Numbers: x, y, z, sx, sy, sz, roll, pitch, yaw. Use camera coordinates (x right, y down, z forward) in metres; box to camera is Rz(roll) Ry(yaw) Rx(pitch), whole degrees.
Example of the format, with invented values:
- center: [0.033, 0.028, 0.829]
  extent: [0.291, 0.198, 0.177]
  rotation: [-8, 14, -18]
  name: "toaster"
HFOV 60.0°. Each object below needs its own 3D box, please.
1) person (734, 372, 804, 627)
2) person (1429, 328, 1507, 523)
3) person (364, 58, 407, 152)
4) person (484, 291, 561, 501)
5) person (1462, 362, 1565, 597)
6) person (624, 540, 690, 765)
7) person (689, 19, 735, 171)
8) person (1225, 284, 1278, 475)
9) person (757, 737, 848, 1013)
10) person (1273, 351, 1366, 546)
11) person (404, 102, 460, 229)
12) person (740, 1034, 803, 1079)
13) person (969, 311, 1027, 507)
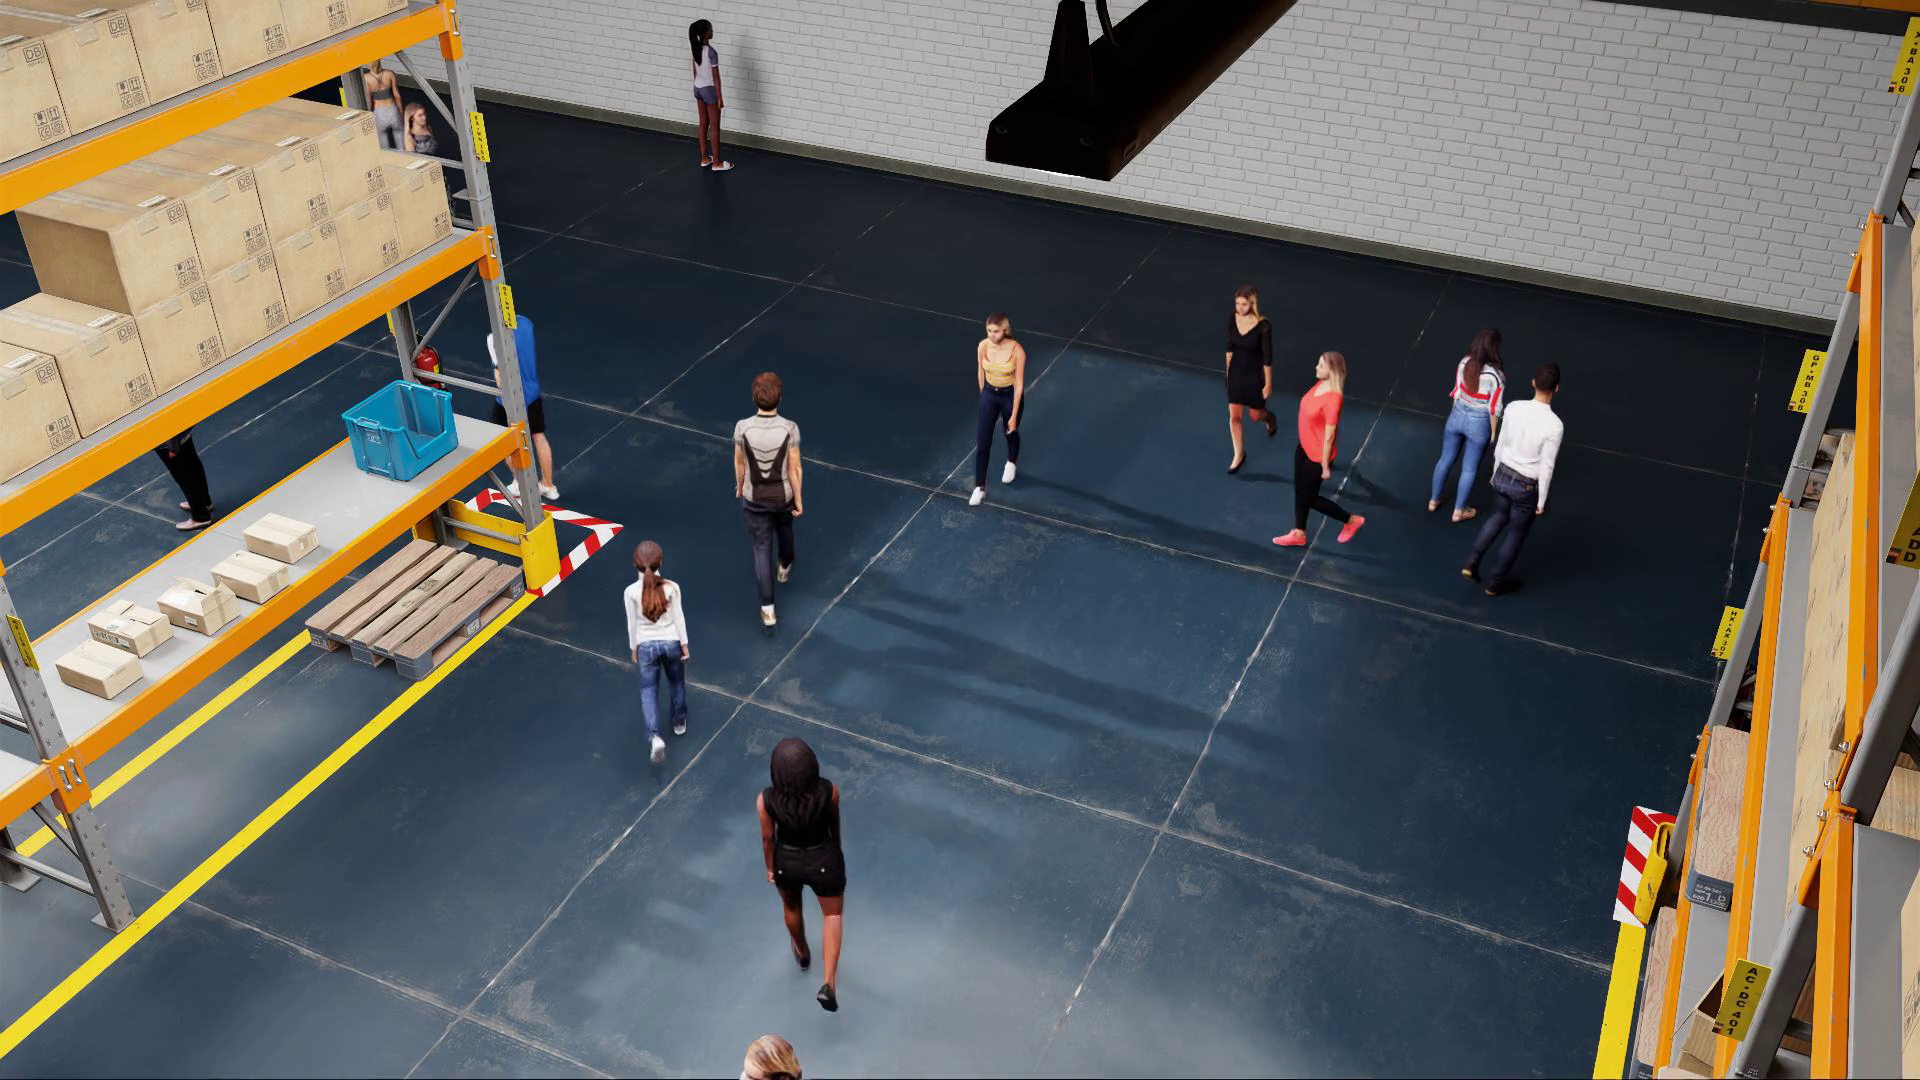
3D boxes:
- center: [-1.355, -0.265, 11.749]
  extent: [1.078, 1.860, 1.273]
  rotation: [-5, 34, -7]
  name: "person"
- center: [3.963, -0.908, 12.943]
  extent: [0.659, 1.607, 0.673]
  rotation: [-28, 42, -35]
  name: "person"
- center: [-6.360, -4.646, 18.481]
  extent: [0.641, 1.702, 0.724]
  rotation: [-18, 38, -25]
  name: "person"
- center: [-3.388, -1.120, 13.041]
  extent: [0.698, 1.852, 0.605]
  rotation: [16, 37, 23]
  name: "person"
- center: [3.947, -0.381, 11.929]
  extent: [0.904, 1.852, 0.832]
  rotation: [-21, 39, -28]
  name: "person"
- center: [-1.911, 0.725, 10.551]
  extent: [0.841, 1.537, 0.983]
  rotation: [-5, 34, -8]
  name: "person"
- center: [-2.913, -5.158, 19.236]
  extent: [0.675, 1.721, 0.686]
  rotation: [-27, 42, -34]
  name: "person"
- center: [2.388, -1.333, 13.541]
  extent: [0.767, 1.653, 0.956]
  rotation: [22, 40, 30]
  name: "person"
- center: [-0.799, 1.779, 8.796]
  extent: [0.910, 1.724, 1.075]
  rotation: [-4, 34, -6]
  name: "person"
- center: [2.759, -0.643, 12.482]
  extent: [0.871, 1.677, 0.921]
  rotation: [0, 34, 0]
  name: "person"
- center: [-5.531, -3.665, 17.024]
  extent: [0.669, 1.683, 0.646]
  rotation: [13, 36, 19]
  name: "person"
- center: [-0.679, 2.761, 7.293]
  extent: [0.894, 1.753, 1.216]
  rotation: [29, 43, 36]
  name: "person"
- center: [0.375, -1.132, 13.296]
  extent: [0.654, 1.590, 1.038]
  rotation: [10, 35, 14]
  name: "person"
